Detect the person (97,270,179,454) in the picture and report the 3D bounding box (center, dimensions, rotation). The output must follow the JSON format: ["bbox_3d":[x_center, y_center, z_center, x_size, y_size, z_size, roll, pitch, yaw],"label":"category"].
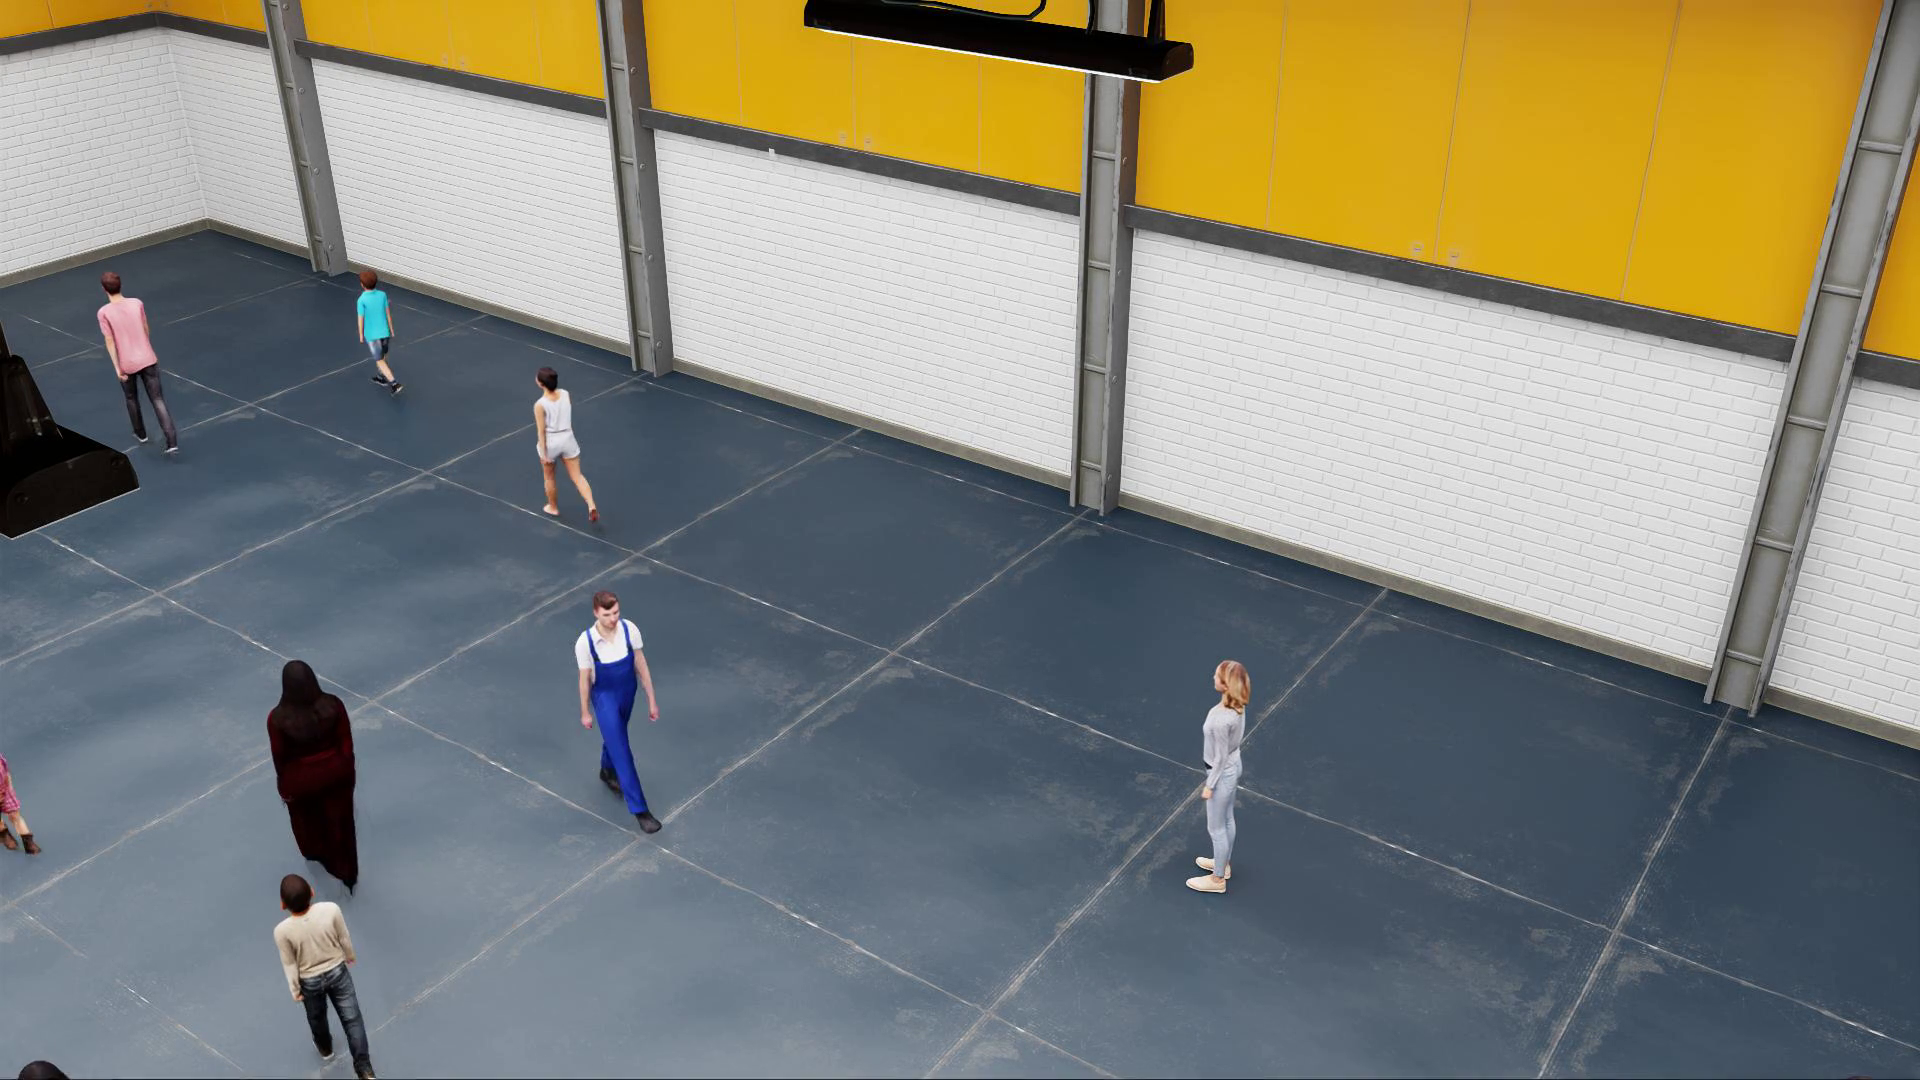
[{"bbox_3d":[-8.407,-1.778,17.048,0.851,1.922,1.277,-22,36,-35],"label":"person"}]

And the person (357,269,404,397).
[{"bbox_3d":[-6.458,-2.296,18.517,0.939,1.426,0.570,21,35,34],"label":"person"}]

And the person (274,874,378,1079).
[{"bbox_3d":[-3.651,2.559,9.601,0.807,1.440,1.046,-16,32,-27],"label":"person"}]

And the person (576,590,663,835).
[{"bbox_3d":[-2.491,1.122,11.865,0.928,1.795,1.330,-19,34,-31],"label":"person"}]

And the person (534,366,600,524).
[{"bbox_3d":[-3.755,-0.880,15.756,0.698,1.583,1.008,-25,37,-38],"label":"person"}]

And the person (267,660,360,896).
[{"bbox_3d":[-4.227,1.623,11.011,0.885,1.733,1.026,-17,33,-28],"label":"person"}]

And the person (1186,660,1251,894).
[{"bbox_3d":[1.744,1.565,11.052,0.573,1.796,0.629,12,31,20],"label":"person"}]

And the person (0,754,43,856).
[{"bbox_3d":[-6.734,1.739,11.561,0.693,1.002,0.441,20,35,32],"label":"person"}]
